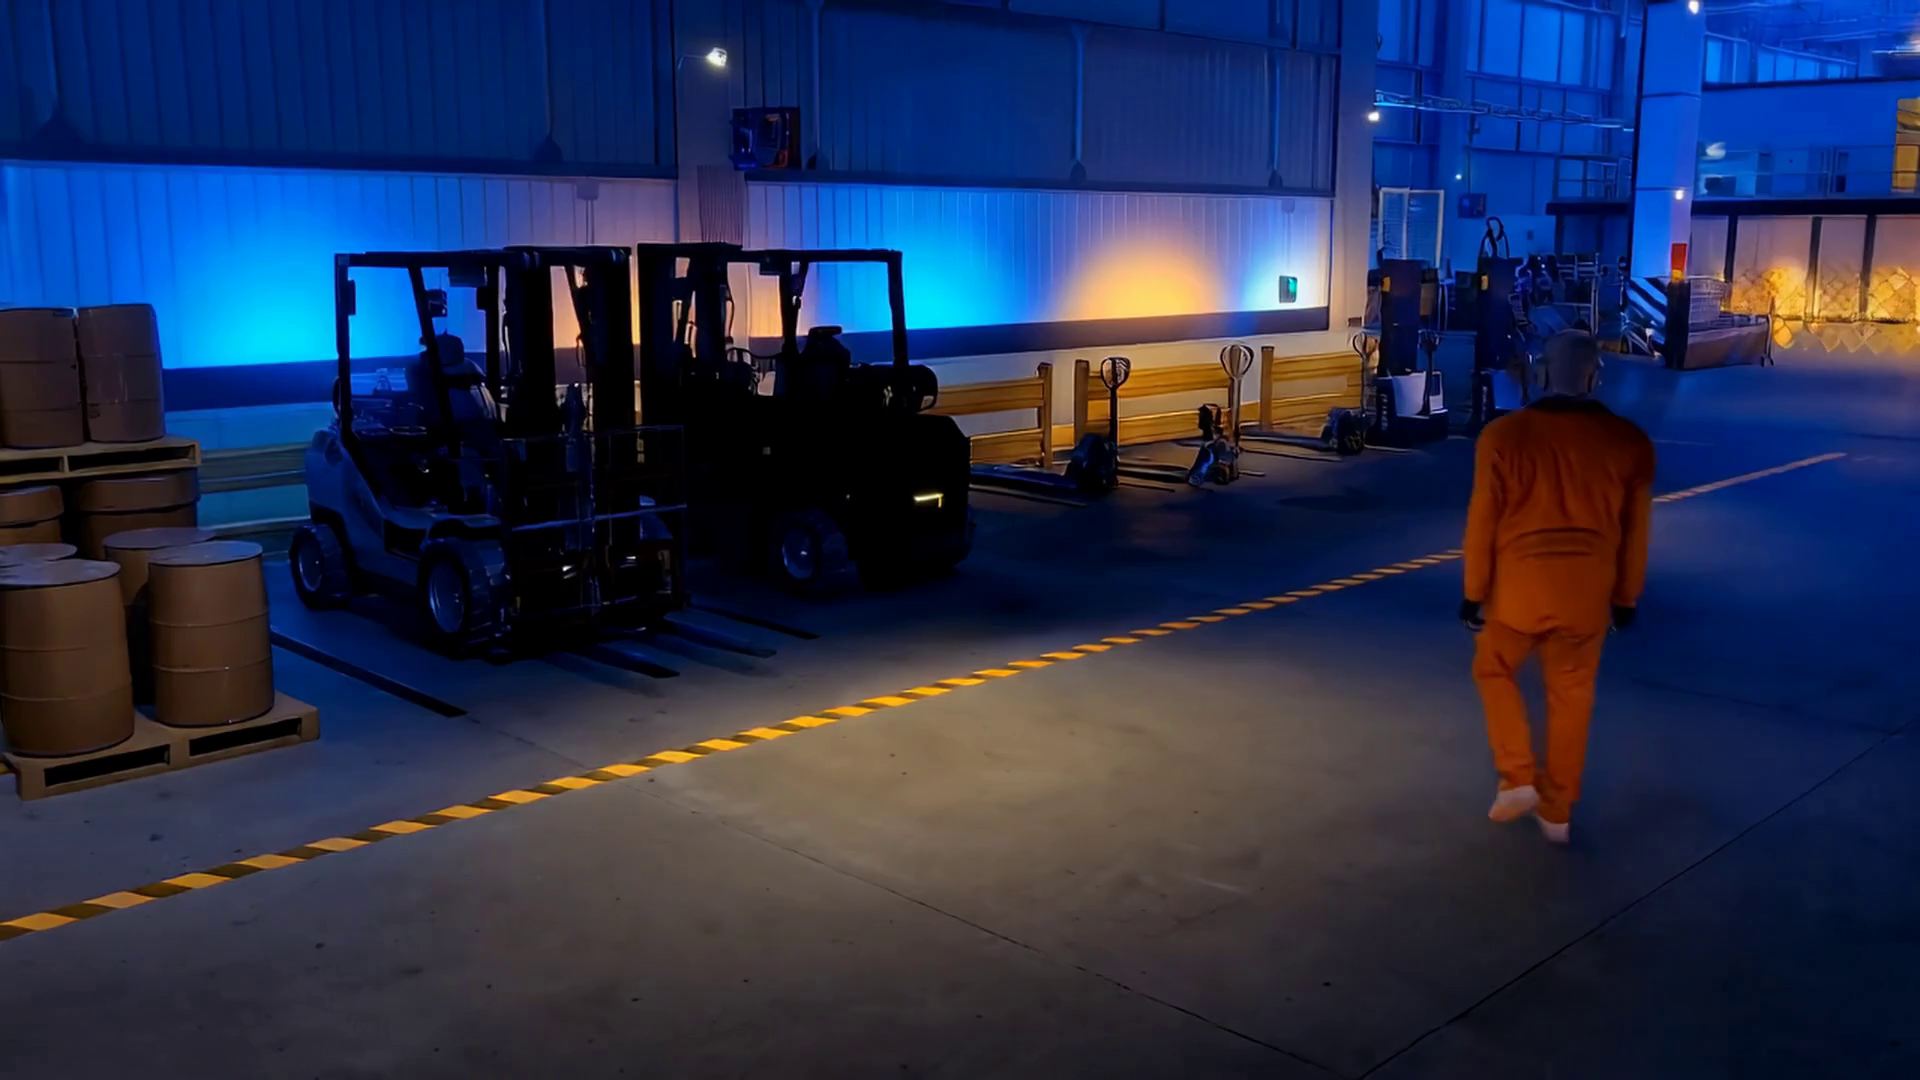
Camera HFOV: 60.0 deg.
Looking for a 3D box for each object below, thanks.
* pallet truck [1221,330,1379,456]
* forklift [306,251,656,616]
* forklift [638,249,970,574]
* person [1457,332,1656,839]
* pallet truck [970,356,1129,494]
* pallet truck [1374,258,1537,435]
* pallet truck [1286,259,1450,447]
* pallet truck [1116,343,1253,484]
[{"bbox_3d":[3.563,-1.581,17.381,0.653,1.274,1.630,-10,14,-44],"label":"pallet truck"},{"bbox_3d":[-2.833,-0.669,9.694,1.157,1.987,2.680,-10,14,-44],"label":"forklift"},{"bbox_3d":[-1.173,-0.958,11.239,2.680,1.987,1.157,10,14,43],"label":"forklift"},{"bbox_3d":[2.196,0.177,6.191,0.673,1.891,0.435,1,10,5],"label":"person"},{"bbox_3d":[0.784,-1.085,14.876,0.680,1.201,1.601,-10,14,-44],"label":"pallet truck"},{"bbox_3d":[5.704,-2.208,18.901,1.885,1.965,0.823,10,14,43],"label":"pallet truck"},{"bbox_3d":[4.493,-2.078,18.196,0.823,1.965,1.885,-9,14,-40],"label":"pallet truck"},{"bbox_3d":[1.962,-1.215,15.415,1.522,1.261,0.704,10,14,43],"label":"pallet truck"}]
